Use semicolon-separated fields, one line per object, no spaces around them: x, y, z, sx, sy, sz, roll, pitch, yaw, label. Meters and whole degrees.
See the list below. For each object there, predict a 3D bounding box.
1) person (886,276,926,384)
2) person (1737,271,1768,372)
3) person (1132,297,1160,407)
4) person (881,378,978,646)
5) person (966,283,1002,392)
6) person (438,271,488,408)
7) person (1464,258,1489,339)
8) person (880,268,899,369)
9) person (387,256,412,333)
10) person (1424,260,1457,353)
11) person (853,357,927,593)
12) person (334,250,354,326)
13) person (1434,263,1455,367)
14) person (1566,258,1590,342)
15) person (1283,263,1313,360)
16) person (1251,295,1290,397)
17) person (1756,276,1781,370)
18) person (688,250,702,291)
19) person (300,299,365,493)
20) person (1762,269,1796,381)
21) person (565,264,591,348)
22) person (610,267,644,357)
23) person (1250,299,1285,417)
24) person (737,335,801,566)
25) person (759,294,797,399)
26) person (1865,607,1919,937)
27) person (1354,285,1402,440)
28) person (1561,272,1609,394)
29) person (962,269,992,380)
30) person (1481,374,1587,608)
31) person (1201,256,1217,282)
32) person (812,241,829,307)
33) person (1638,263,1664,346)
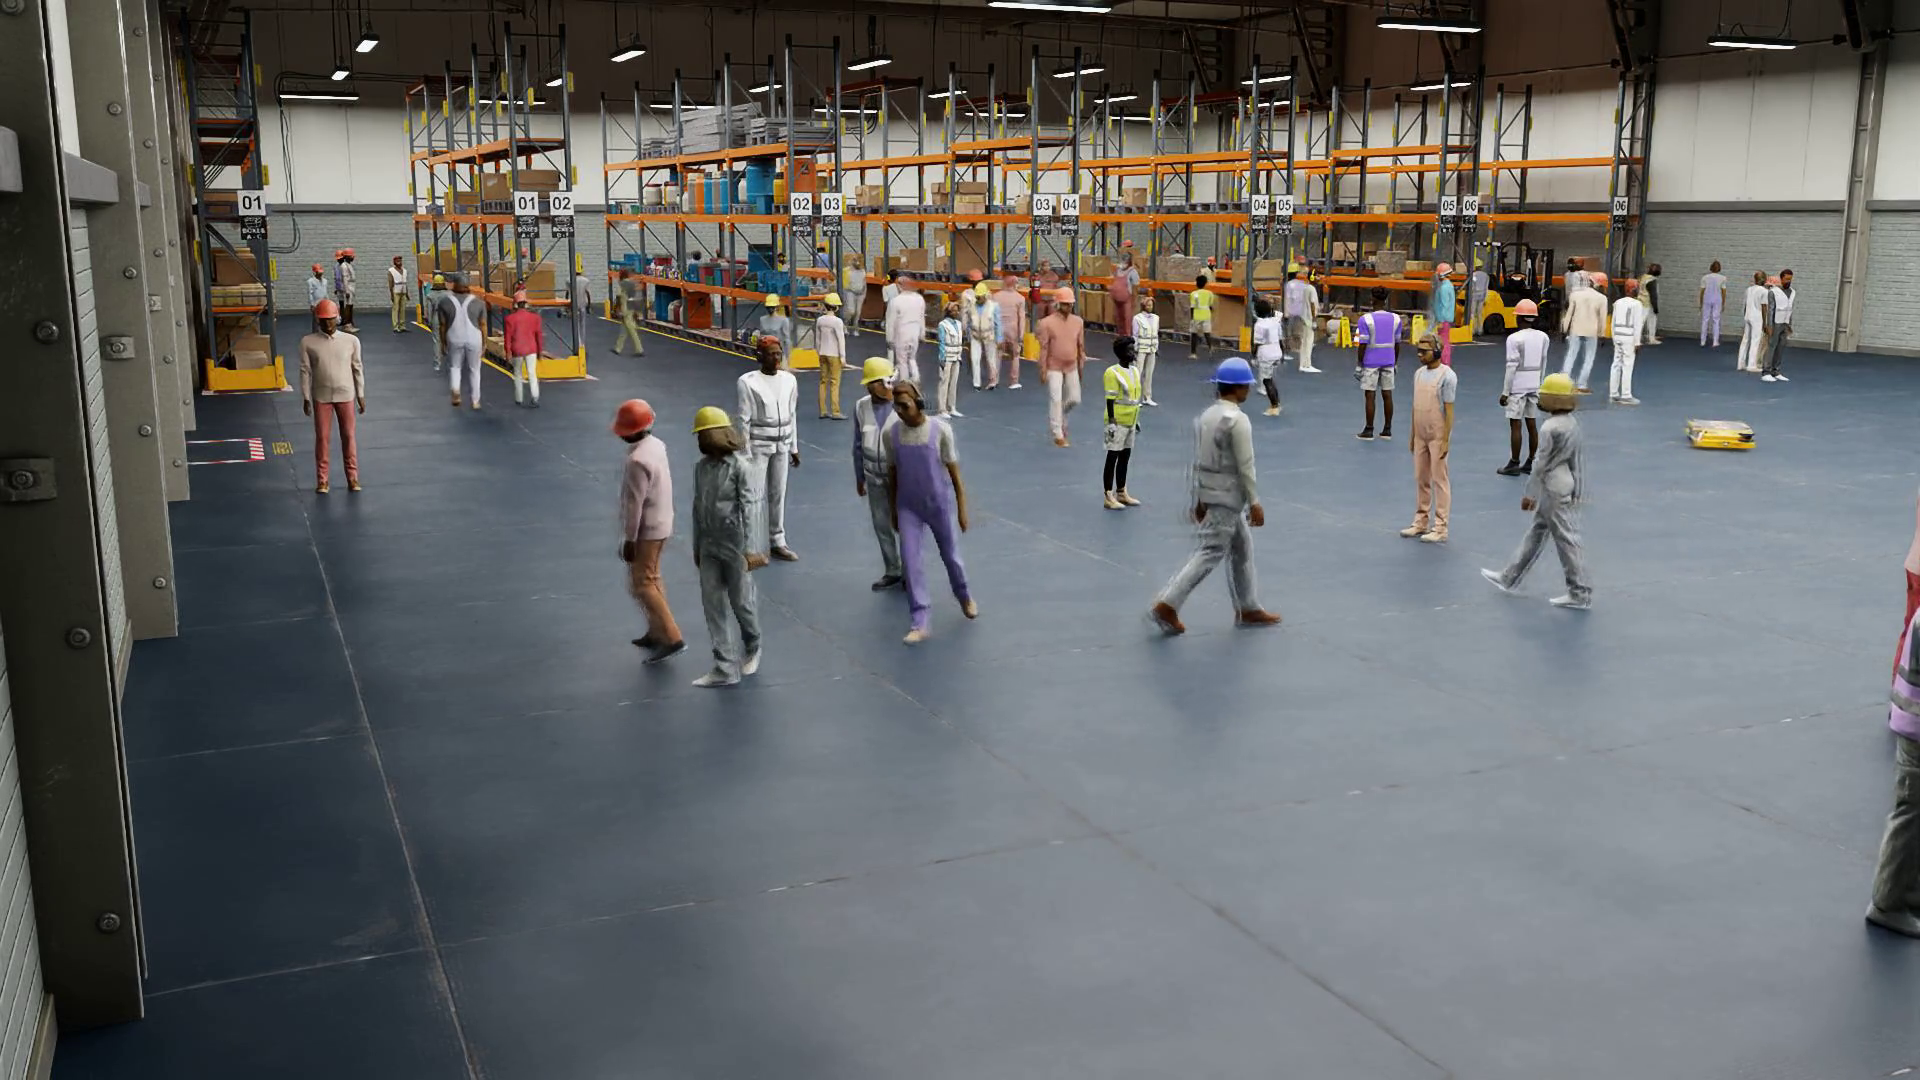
-0.871;-3.172;26.035;0.679;1.891;0.419;-8;14;-37;person
14.457;-3.974;30.247;0.341;1.838;0.504;-3;11;-14;person
2.771;-2.809;24.828;0.523;1.638;0.311;-8;14;-36;person
-0.215;-0.232;11.326;0.575;1.797;0.823;3;11;13;person
0.397;-3.274;26.902;0.643;1.778;0.737;3;12;15;person
-7.303;-2.948;24.513;0.695;2.000;0.566;-3;11;-13;person
11.876;-5.554;38.292;0.598;1.831;0.403;-4;12;-20;person
-1.241;-4.049;30.545;0.535;1.869;0.314;-9;14;-38;person
-13.541;-5.923;40.127;0.390;1.846;0.564;5;12;25;person
9.977;-4.820;34.385;0.832;1.897;0.641;1;11;4;person
-0.495;-0.479;12.573;0.701;1.810;0.412;5;12;22;person
-15.783;-6.438;42.538;0.543;1.928;0.370;3;12;16;person
8.562;-3.902;29.485;0.392;1.990;0.614;5;12;25;person
13.786;-5.328;37.035;0.587;1.878;0.348;-9;14;-39;person
6.580;-4.461;32.557;0.581;1.909;0.585;11;15;44;person
4.862;-3.039;26.126;0.519;1.589;0.886;-4;12;-19;person
14.847;-3.965;30.470;0.408;1.735;0.564;3;11;13;person
-7.453;-7.333;47.357;0.511;1.829;0.630;3;12;17;person
-6.468;-1.479;17.164;0.622;1.992;0.394;-5;12;-23;person
14.076;-3.689;28.595;0.597;1.915;0.369;-6;12;-26;person
-8.029;-4.900;34.968;0.515;1.840;0.851;-4;12;-20;person
-6.724;-4.588;33.526;0.925;1.785;0.552;4;12;18;person
4.363;-2.571;23.524;0.472;1.662;0.549;10;15;41;person
-1.568;-0.743;13.711;0.574;1.883;0.361;-10;15;-40;person
-2.661;-2.737;24.251;0.526;1.723;0.859;4;12;22;person
3.888;0.773;6.651;0.315;1.630;0.515;8;14;35;person
5.299;-2.243;21.120;0.608;1.966;0.374;-3;11;-14;person
9.912;-3.293;26.514;0.774;1.942;0.497;9;14;39;person
0.291;-3.750;28.905;0.563;1.917;0.522;-4;12;-19;person
4.290;-0.375;12.285;0.873;1.693;0.508;9;14;39;person
6.521;-6.518;43.403;0.559;1.746;0.332;-10;15;-42;person
-4.101;-7.895;49.693;0.621;2.026;0.777;-6;13;-27;person
14.935;-5.077;35.960;0.754;1.800;0.666;4;12;20;person
